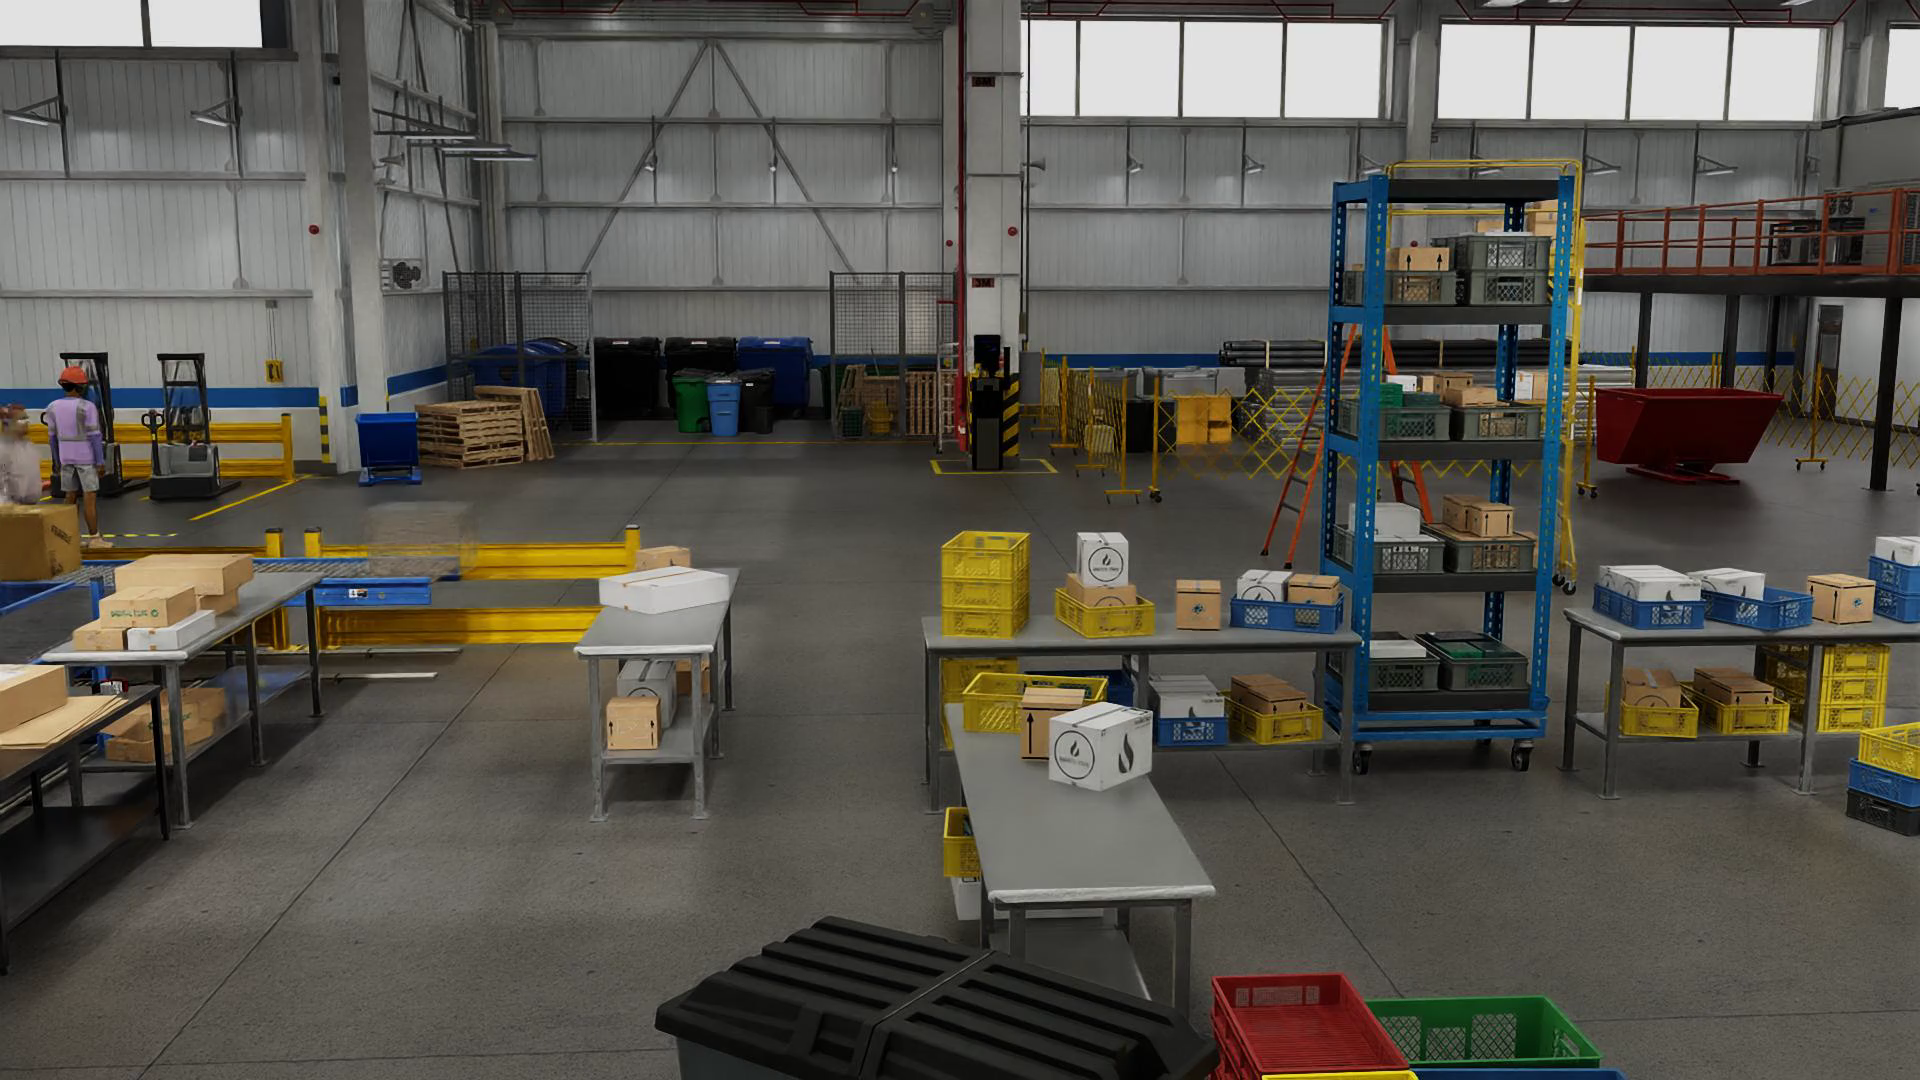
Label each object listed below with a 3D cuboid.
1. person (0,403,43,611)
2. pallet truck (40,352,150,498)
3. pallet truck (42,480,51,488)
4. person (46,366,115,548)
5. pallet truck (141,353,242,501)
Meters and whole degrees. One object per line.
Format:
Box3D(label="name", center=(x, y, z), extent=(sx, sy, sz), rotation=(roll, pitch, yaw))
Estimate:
Box3D(label="person", center=(-8.377, -0.275, 14.911), extent=(0.789, 1.884, 0.640), rotation=(1, 9, 9))
Box3D(label="pallet truck", center=(-11.907, -1.642, 23.165), extent=(0.823, 1.965, 1.885), rotation=(0, 9, 0))
Box3D(label="pallet truck", center=(-13.193, -1.293, 23.148), extent=(0.653, 1.274, 1.630), rotation=(-1, 9, -4))
Box3D(label="person", center=(-9.661, -0.883, 18.248), extent=(0.605, 2.045, 0.378), rotation=(2, 9, 10))
Box3D(label="pallet truck", center=(-10.520, -1.604, 22.925), extent=(0.823, 1.965, 1.885), rotation=(-1, 9, -6))
